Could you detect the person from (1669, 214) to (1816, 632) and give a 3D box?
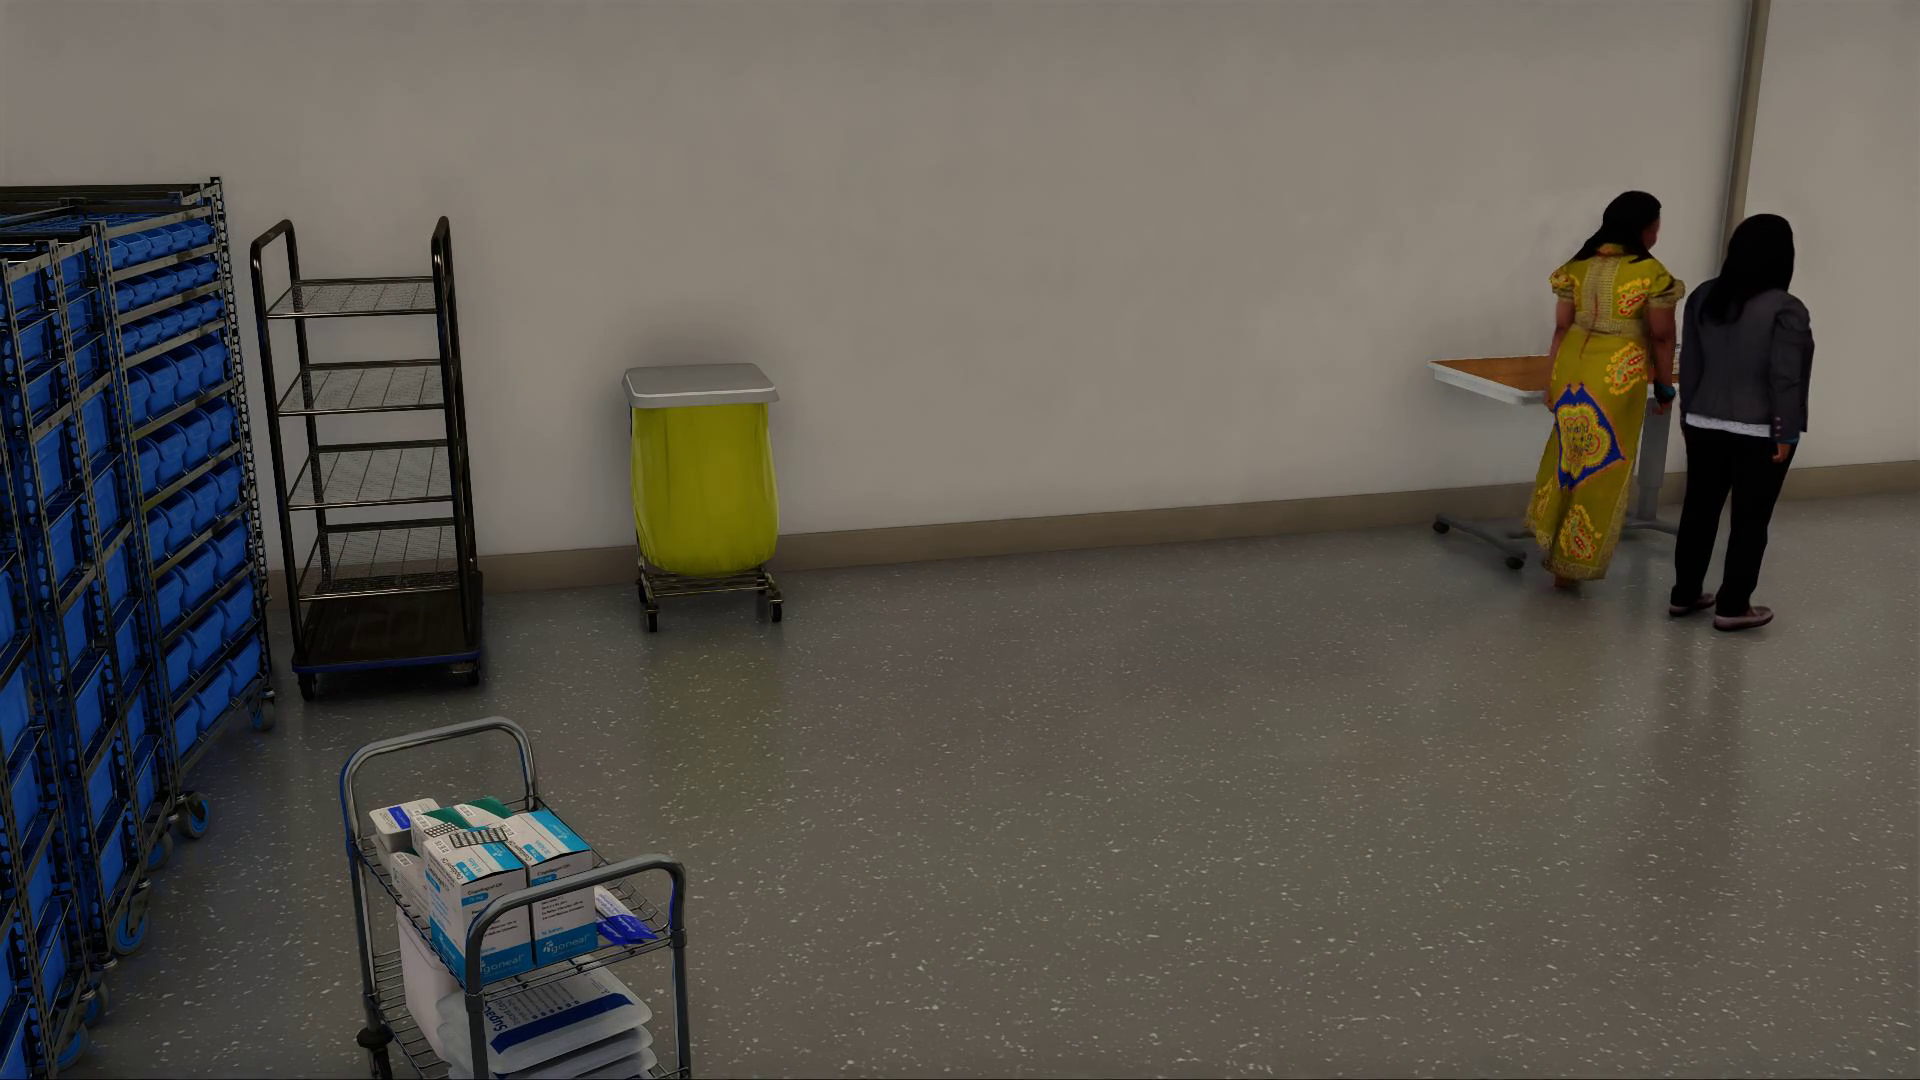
[{"bbox_3d":[3.001,-0.447,6.413,0.738,1.598,0.736,-9,18,-28],"label":"person"}]

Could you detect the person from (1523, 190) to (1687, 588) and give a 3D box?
[{"bbox_3d":[2.604,-0.584,6.831,0.978,1.634,1.001,14,21,40],"label":"person"}]
